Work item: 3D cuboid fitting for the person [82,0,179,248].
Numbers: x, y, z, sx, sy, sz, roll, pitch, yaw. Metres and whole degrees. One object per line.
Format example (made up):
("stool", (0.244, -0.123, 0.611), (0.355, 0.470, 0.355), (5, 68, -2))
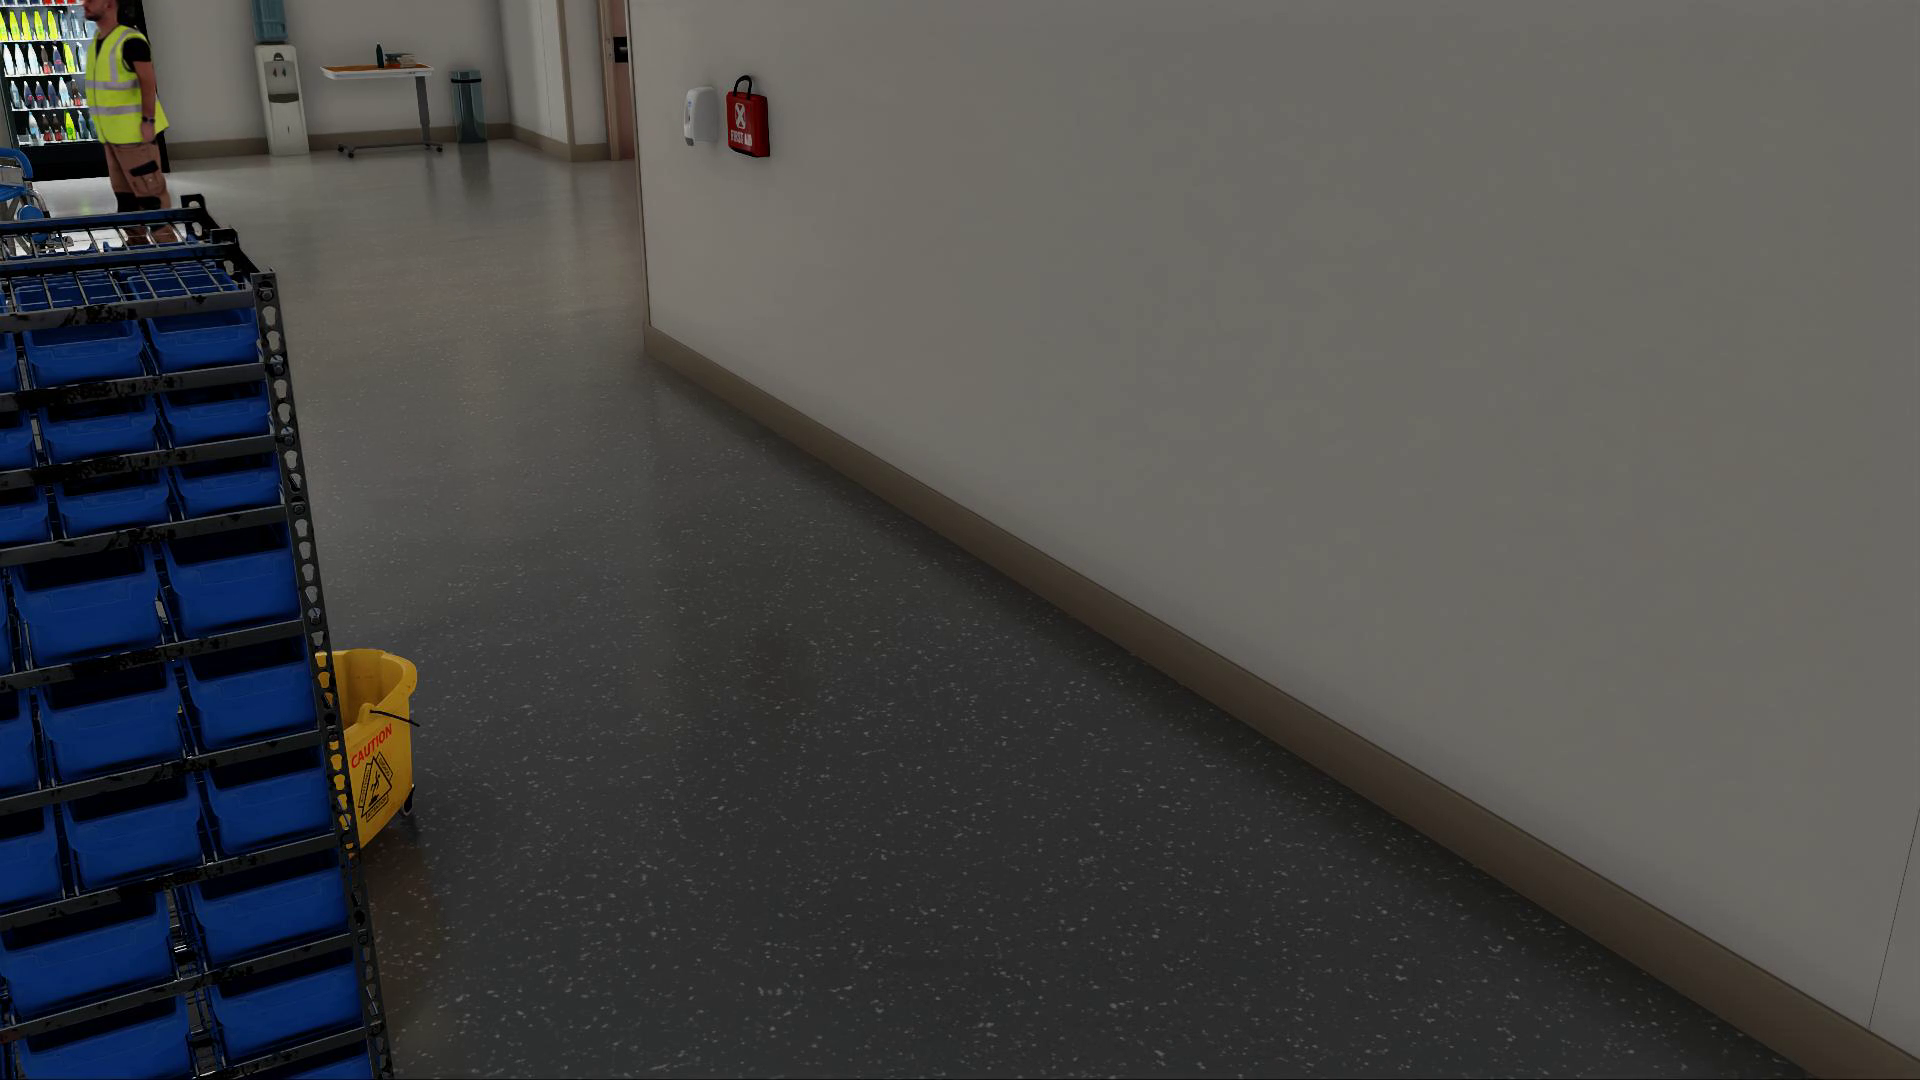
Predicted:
("person", (-5.440, -2.700, 10.850), (0.828, 1.846, 0.866), (14, 25, 33))
